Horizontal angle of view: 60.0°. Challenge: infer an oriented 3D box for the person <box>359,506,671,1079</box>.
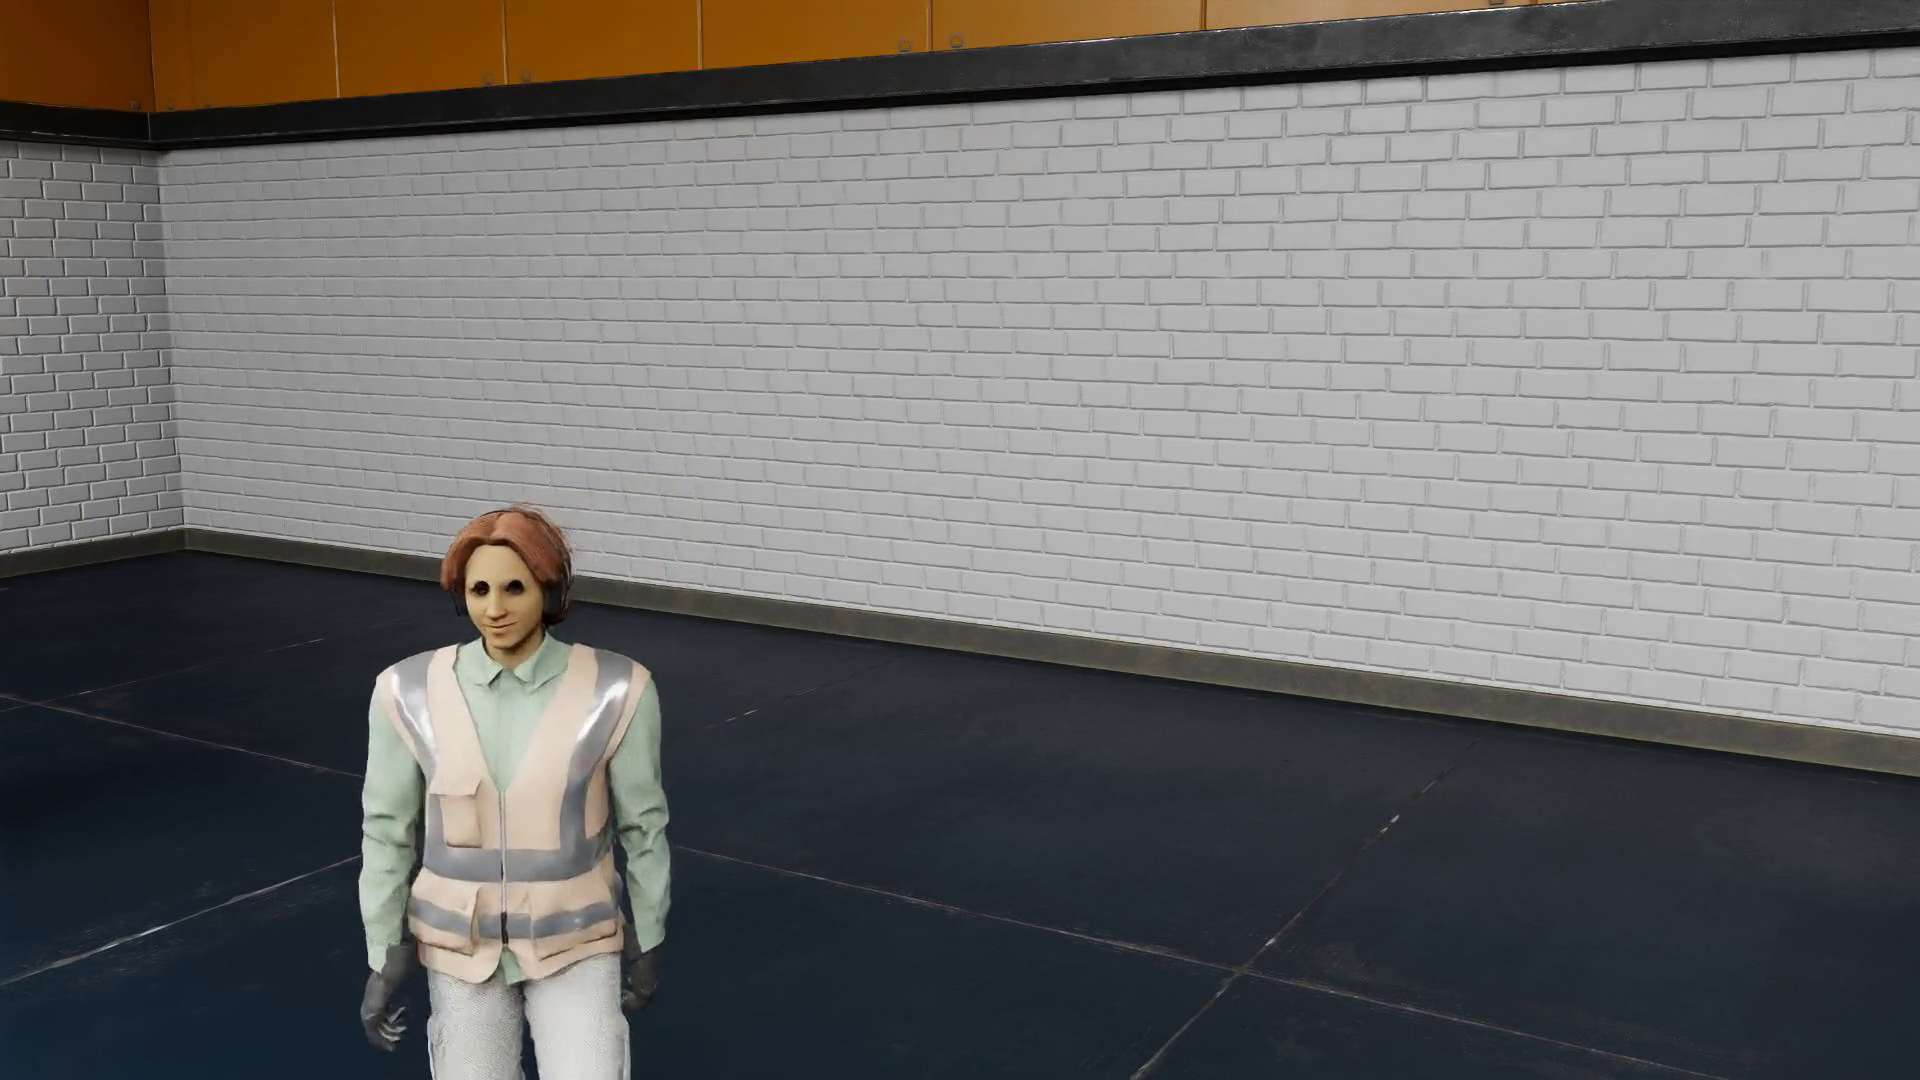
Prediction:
[{"bbox_3d":[-0.781,0.751,2.945,0.523,1.627,0.374,0,9,-2],"label":"person"}]
